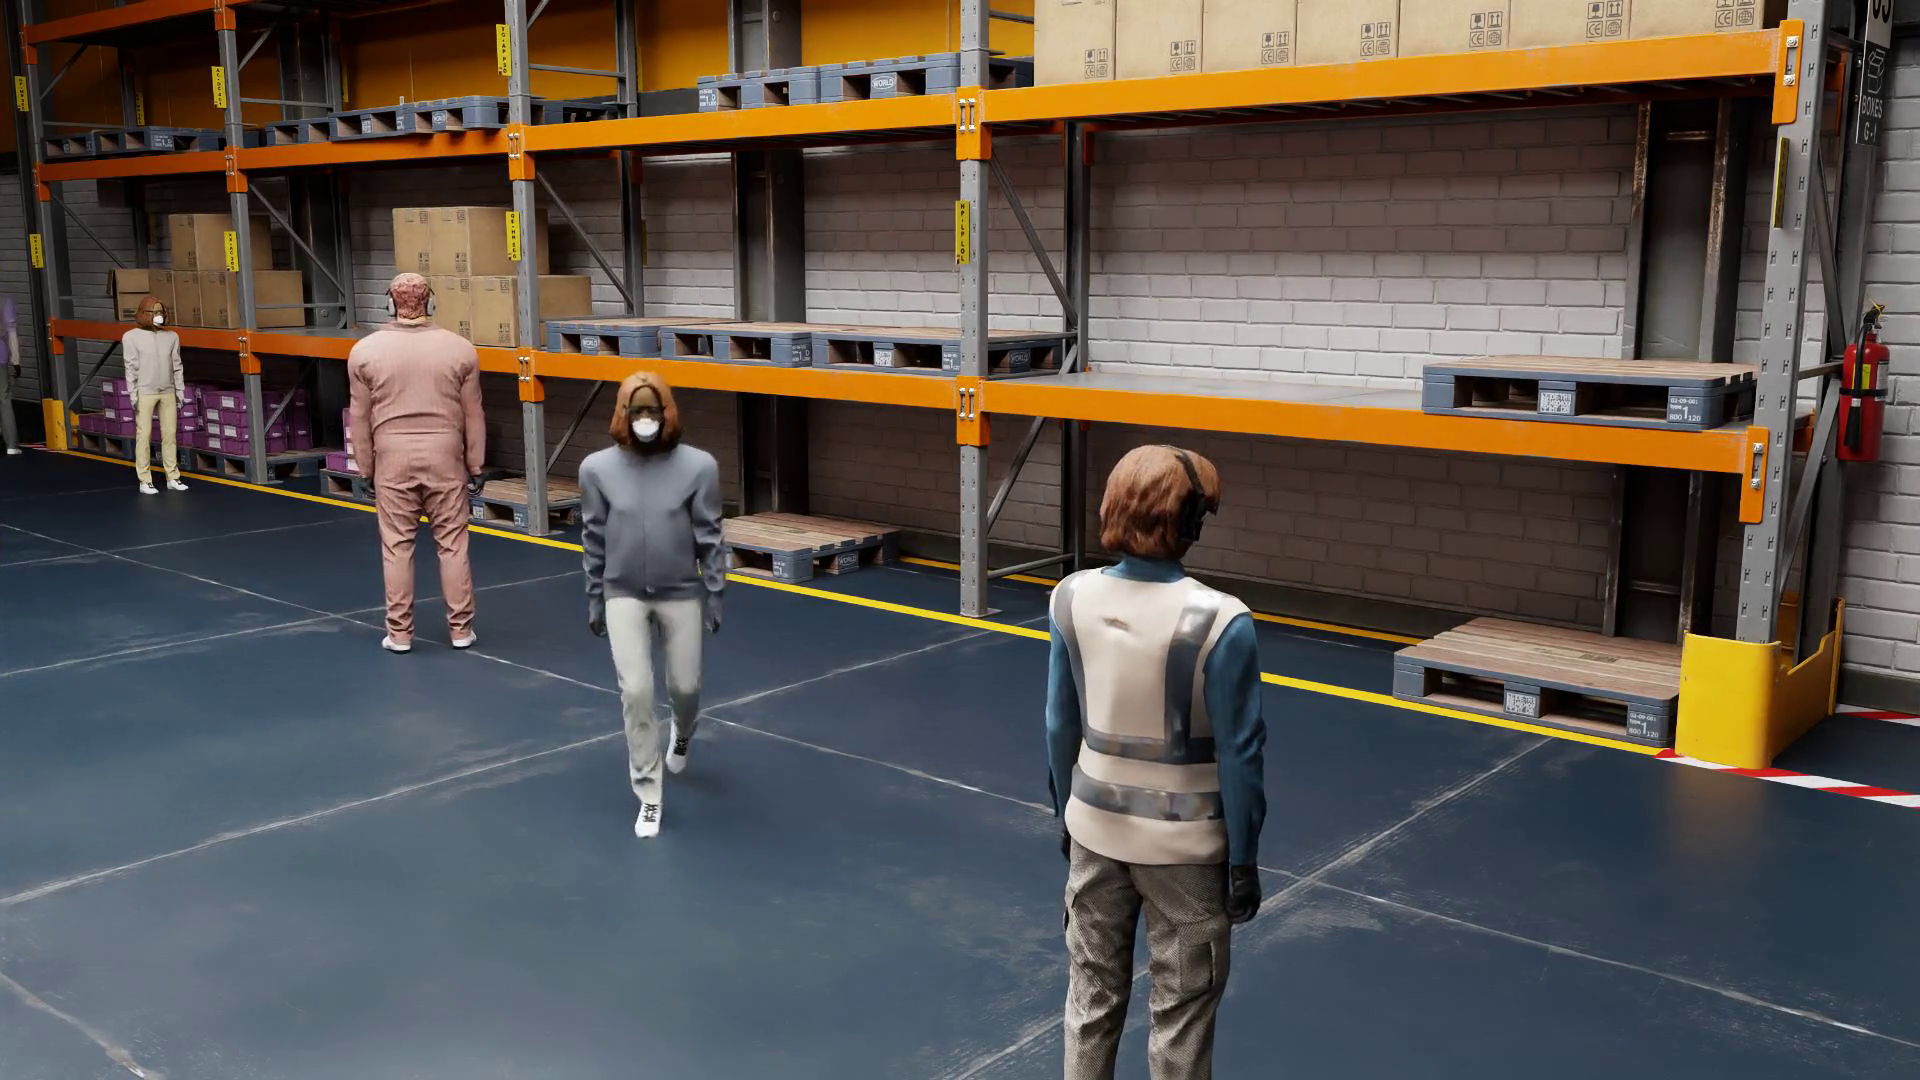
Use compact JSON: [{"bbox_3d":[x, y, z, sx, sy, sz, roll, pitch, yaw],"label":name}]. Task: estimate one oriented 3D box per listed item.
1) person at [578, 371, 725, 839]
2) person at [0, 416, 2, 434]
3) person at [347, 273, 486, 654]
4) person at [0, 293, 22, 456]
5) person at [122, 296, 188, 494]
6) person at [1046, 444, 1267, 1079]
[{"bbox_3d":[-1.083,0.194,5.919,0.495,1.615,0.629,-1,10,-6],"label":"person"},{"bbox_3d":[-10.645,-2.064,18.023,0.528,1.869,0.313,-4,11,-20],"label":"person"},{"bbox_3d":[-2.713,-0.383,8.369,0.646,1.900,0.398,-3,10,-18],"label":"person"},{"bbox_3d":[-9.438,-1.756,16.107,0.594,1.922,0.386,-6,12,-31],"label":"person"},{"bbox_3d":[-6.661,-1.197,13.782,0.276,1.629,0.497,7,12,34],"label":"person"},{"bbox_3d":[0.390,0.623,3.387,0.513,1.637,0.309,9,13,41],"label":"person"}]
